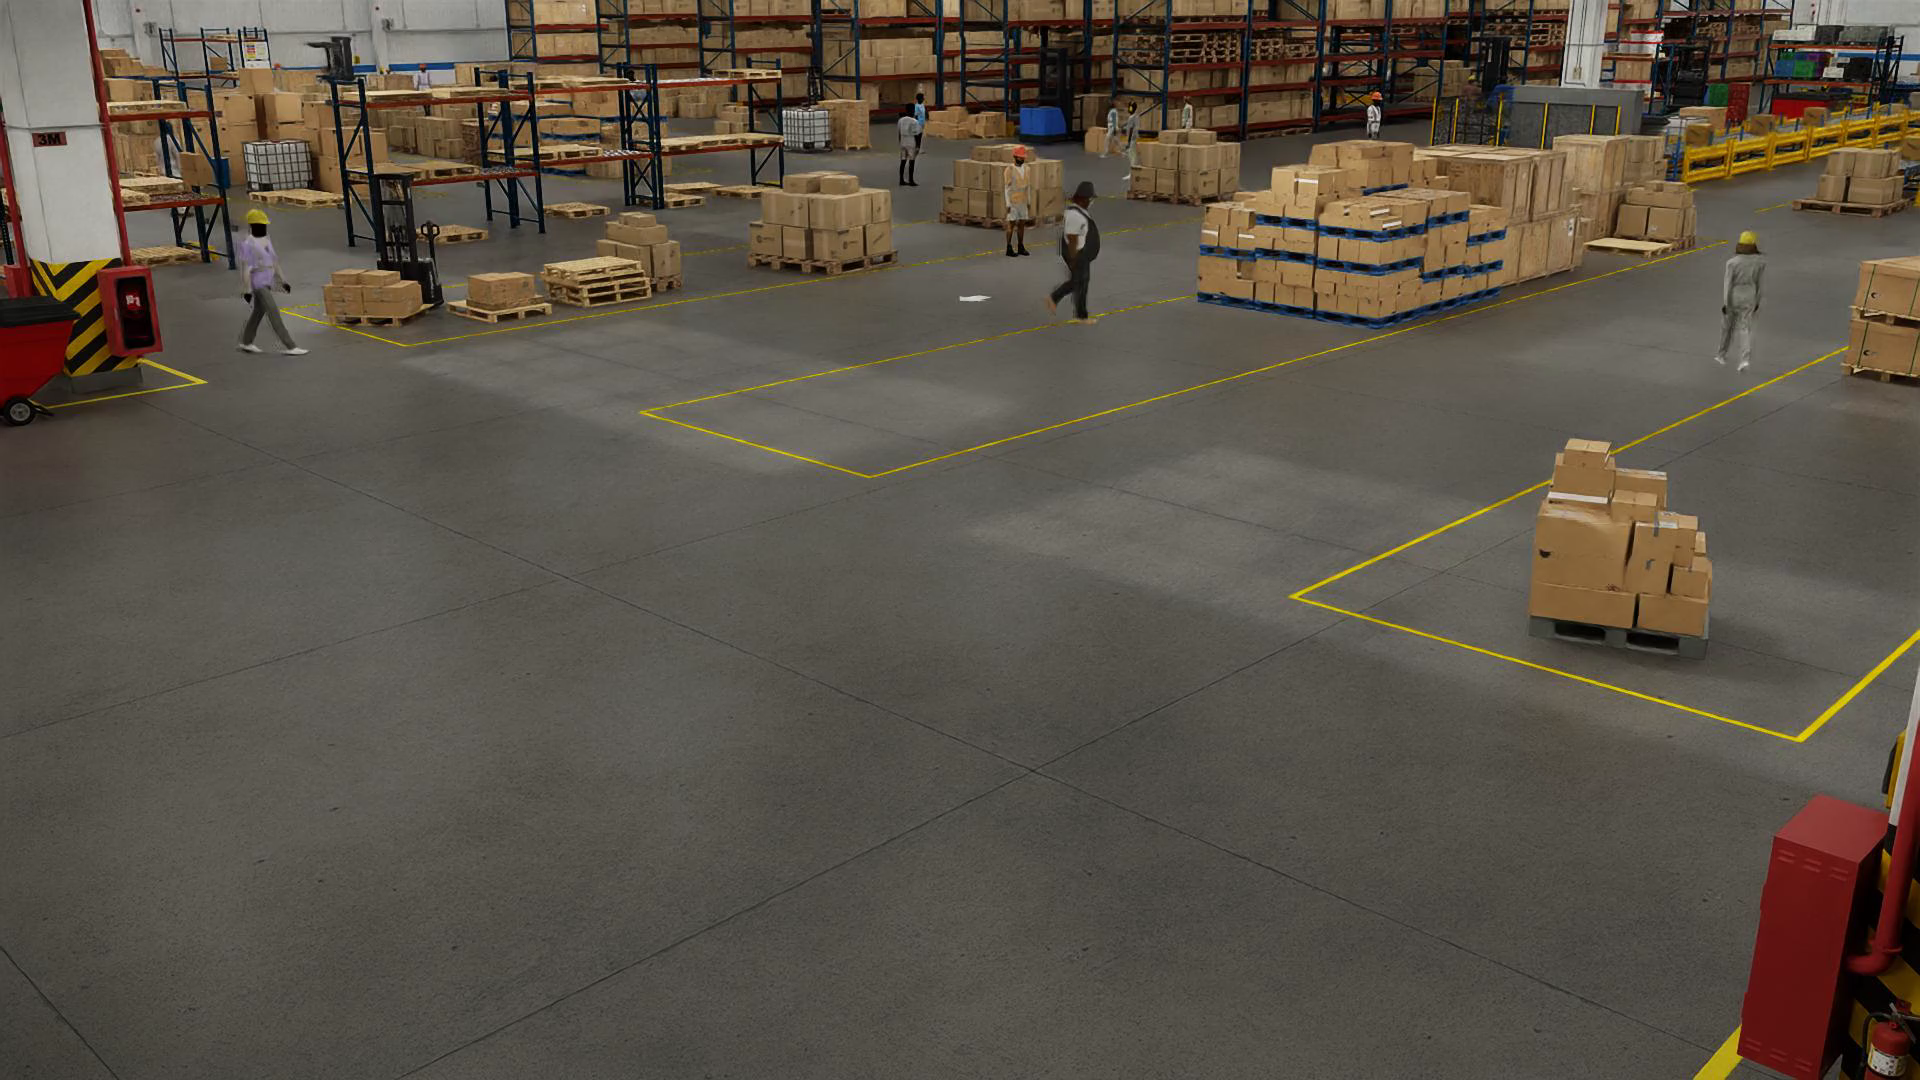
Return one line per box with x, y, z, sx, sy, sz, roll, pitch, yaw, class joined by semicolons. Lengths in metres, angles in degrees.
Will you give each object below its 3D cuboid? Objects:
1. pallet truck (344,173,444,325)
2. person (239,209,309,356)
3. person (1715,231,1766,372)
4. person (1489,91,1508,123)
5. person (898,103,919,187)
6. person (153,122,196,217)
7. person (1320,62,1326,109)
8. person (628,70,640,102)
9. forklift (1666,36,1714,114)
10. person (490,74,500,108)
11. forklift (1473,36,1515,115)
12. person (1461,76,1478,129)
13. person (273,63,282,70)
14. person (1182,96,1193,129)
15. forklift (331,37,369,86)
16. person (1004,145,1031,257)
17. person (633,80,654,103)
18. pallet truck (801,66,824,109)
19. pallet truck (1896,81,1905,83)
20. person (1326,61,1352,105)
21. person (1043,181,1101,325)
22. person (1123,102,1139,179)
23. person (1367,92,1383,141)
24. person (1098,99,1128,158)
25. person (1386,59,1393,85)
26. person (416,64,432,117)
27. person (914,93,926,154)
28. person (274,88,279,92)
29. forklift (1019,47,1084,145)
-8.209;-4.181;23.757;0.823;1.965;1.885;3;19;9;pallet truck
-8.923;-3.295;21.293;0.985;1.881;0.599;1;18;3;person
9.653;-2.951;20.525;0.490;1.711;0.893;3;19;8;person
16.009;-12.551;49.574;0.739;1.603;0.530;-14;23;-36;person
-1.207;-9.368;39.459;0.606;1.957;0.388;15;23;37;person
-16.206;-7.595;34.202;0.671;1.929;0.352;6;19;17;person
13.395;-16.903;62.018;0.373;2.044;0.606;-5;19;-15;person
-11.040;-14.861;56.080;0.591;1.911;0.389;-8;20;-23;person
27.341;-17.291;61.877;1.129;2.768;1.873;17;25;41;forklift
-15.412;-14.450;54.962;0.549;1.825;0.636;8;20;23;person
19.973;-17.201;61.605;1.873;2.768;1.129;16;24;40;forklift
17.151;-14.731;55.976;0.534;1.727;0.916;4;19;12;person
-24.518;-16.146;59.851;0.814;1.960;0.644;-7;20;-20;person
6.424;-11.734;47.071;0.310;1.642;0.514;7;20;21;person
-22.774;-17.208;61.626;1.129;2.768;1.873;17;25;41;forklift
1.030;-5.941;29.180;0.540;1.929;0.390;-15;23;-37;person
-9.518;-12.899;50.192;0.635;1.905;0.989;-7;20;-20;person
-4.812;-15.182;56.903;0.823;1.965;1.885;-9;21;-26;pallet truck
34.802;-16.331;61.455;0.653;1.274;1.630;17;25;41;pallet truck
15.269;-18.436;66.944;1.013;1.851;0.664;7;19;19;person
1.588;-4.022;23.212;0.747;2.000;0.701;2;19;7;person
4.232;-9.857;41.058;0.329;1.873;0.515;9;20;24;person
10.883;-10.769;43.701;0.359;1.938;0.547;13;22;34;person
4.281;-11.398;46.116;0.795;1.605;0.513;1;18;4;person
19.884;-21.960;77.626;0.910;1.800;0.649;-15;24;-38;person
-19.684;-16.533;61.152;0.561;1.884;0.980;-7;19;-19;person
-1.149;-11.852;47.340;0.320;1.695;0.538;7;20;21;person
-21.232;-13.272;51.358;0.666;1.881;0.971;-14;23;-35;person
2.765;-13.446;50.293;1.129;2.768;1.873;17;25;41;forklift
